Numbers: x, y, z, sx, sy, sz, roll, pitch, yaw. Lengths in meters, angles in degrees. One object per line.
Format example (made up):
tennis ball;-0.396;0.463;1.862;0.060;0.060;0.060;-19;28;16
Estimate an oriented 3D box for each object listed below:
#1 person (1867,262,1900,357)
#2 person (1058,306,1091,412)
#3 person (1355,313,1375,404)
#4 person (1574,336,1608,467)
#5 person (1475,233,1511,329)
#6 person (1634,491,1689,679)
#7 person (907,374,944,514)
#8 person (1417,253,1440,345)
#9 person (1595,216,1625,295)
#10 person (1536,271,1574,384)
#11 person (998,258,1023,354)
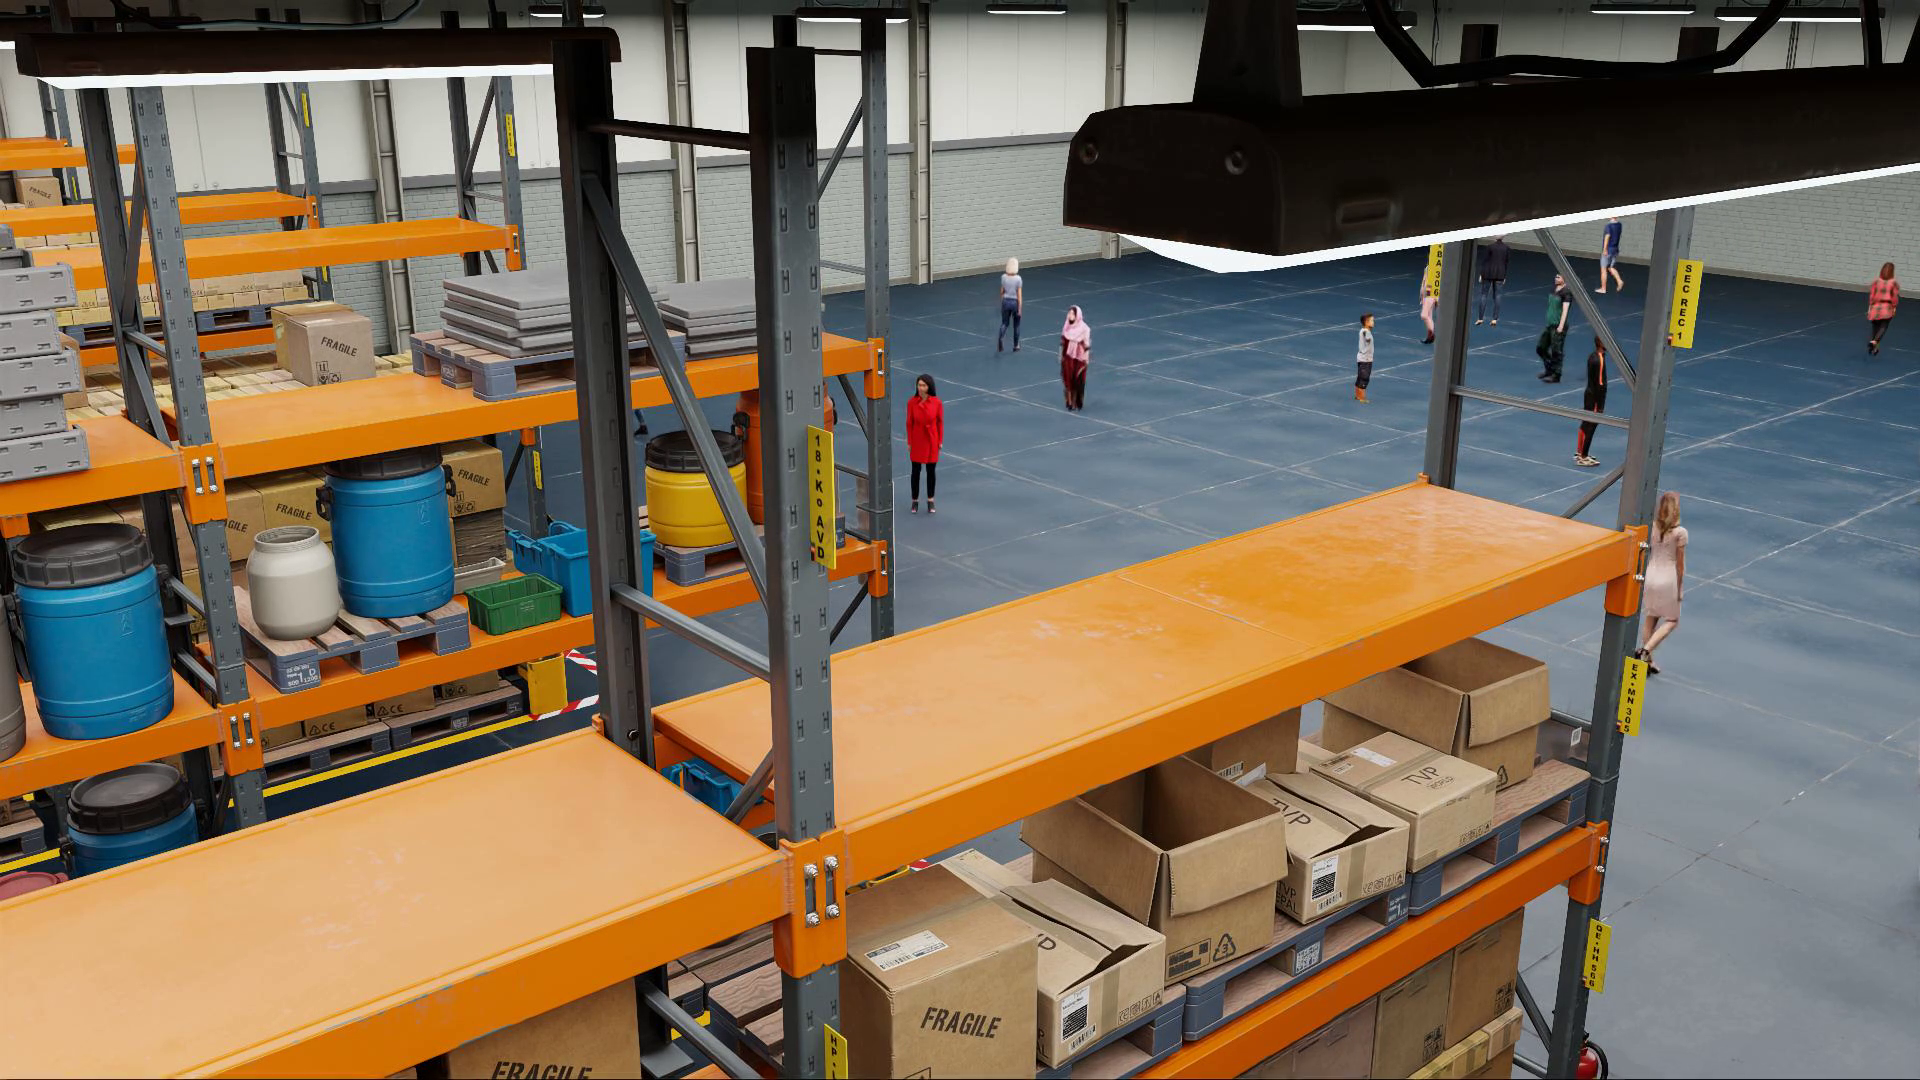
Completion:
person;16.228;-4.031;29.332;1.043;1.684;0.672;-17;25;-42
person;1.807;-2.820;25.712;0.750;1.623;0.800;10;21;29
person;6.407;-2.927;26.310;0.680;1.456;0.642;-1;18;-2
person;8.641;-1.928;22.675;0.743;1.808;0.680;2;18;6
person;9.356;-4.653;29.326;0.810;1.781;0.793;0;18;-1
person;6.422;0.451;15.348;0.752;1.821;0.599;-13;22;-35
person;-0.438;-1.193;20.515;0.727;1.748;0.797;0;18;-1
person;8.724;-4.445;30.560;0.756;1.712;0.747;-4;18;-13
person;14.055;-6.195;35.738;0.878;1.834;0.806;-9;20;-26
person;9.937;-3.537;27.484;0.813;1.889;0.798;-3;18;-11
person;0.874;-4.166;29.715;0.857;1.704;1.064;8;20;24
